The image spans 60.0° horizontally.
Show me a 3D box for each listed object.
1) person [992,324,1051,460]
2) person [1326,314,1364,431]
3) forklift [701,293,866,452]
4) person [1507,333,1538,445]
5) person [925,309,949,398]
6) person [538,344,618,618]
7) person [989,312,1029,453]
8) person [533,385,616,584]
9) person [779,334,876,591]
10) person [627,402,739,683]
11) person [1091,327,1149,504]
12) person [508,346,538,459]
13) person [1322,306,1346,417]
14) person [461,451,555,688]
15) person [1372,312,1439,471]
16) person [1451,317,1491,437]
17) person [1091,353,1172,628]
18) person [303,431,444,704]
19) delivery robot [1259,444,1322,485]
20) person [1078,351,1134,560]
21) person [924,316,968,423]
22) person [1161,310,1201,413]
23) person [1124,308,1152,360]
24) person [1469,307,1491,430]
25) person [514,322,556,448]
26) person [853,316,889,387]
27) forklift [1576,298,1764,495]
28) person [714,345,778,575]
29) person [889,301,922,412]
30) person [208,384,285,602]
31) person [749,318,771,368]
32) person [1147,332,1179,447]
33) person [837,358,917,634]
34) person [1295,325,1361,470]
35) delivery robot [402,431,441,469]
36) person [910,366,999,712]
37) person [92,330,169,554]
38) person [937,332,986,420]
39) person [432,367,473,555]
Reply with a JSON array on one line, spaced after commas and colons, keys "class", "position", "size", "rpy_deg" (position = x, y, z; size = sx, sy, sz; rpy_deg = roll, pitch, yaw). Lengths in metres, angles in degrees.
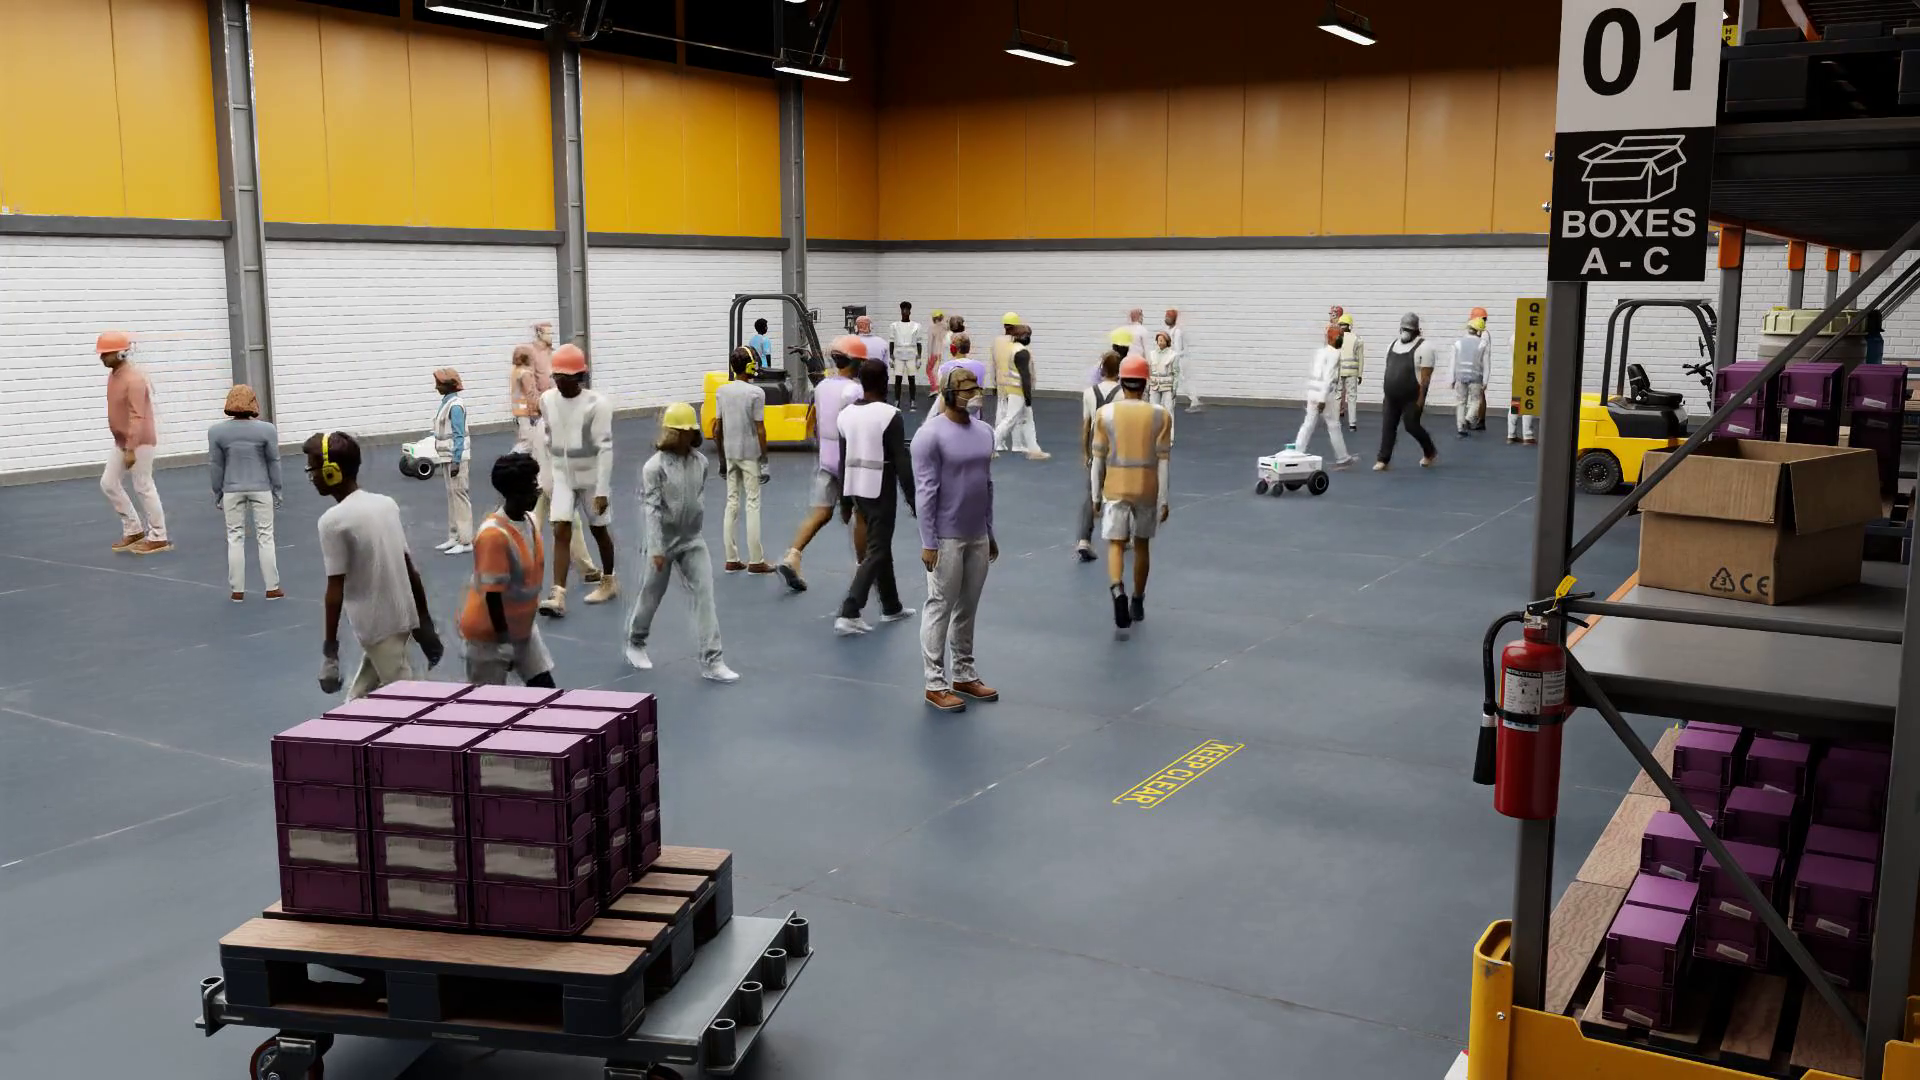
[{"class": "person", "position": [0.719, -1.946, 21.933], "size": [0.927, 1.803, 0.627], "rpy_deg": [-1, 9, -8]}, {"class": "person", "position": [5.977, -2.593, 25.888], "size": [0.590, 1.821, 0.404], "rpy_deg": [2, 9, 11]}, {"class": "forklift", "position": [-2.458, -2.344, 23.176], "size": [2.313, 2.155, 1.214], "rpy_deg": [0, 9, -2]}, {"class": "person", "position": [8.134, -2.323, 23.885], "size": [0.368, 1.932, 0.633], "rpy_deg": [-5, 10, -27]}, {"class": "person", "position": [-0.461, -3.651, 32.683], "size": [0.556, 1.747, 0.485], "rpy_deg": [-7, 11, -36]}, {"class": "person", "position": [-2.749, -0.430, 11.975], "size": [0.613, 1.951, 1.105], "rpy_deg": [3, 9, 16]}, {"class": "person", "position": [0.685, -2.164, 22.877], "size": [0.585, 1.928, 0.369], "rpy_deg": [6, 11, 32]}, {"class": "person", "position": [-3.190, -0.415, 13.019], "size": [0.856, 1.590, 0.516], "rpy_deg": [-5, 10, -30]}, {"class": "person", "position": [-1.000, -0.594, 12.898], "size": [0.977, 2.002, 0.635], "rpy_deg": [-8, 12, -42]}, {"class": "person", "position": [-1.748, -0.004, 10.139], "size": [0.490, 1.690, 0.928], "rpy_deg": [-9, 13, -44]}, {"class": "person", "position": [1.636, -1.235, 17.135], "size": [0.589, 1.911, 0.559], "rpy_deg": [-1, 9, -8]}, {"class": "person", "position": [-5.114, -1.453, 19.385], "size": [0.655, 1.617, 0.526], "rpy_deg": [-4, 10, -26]}, {"class": "person", "position": [6.409, -3.043, 28.432], "size": [0.403, 1.906, 0.651], "rpy_deg": [6, 11, 31]}, {"class": "person", "position": [-2.057, 0.415, 7.584], "size": [0.727, 1.652, 0.549], "rpy_deg": [2, 9, 12]}, {"class": "person", "position": [5.607, -1.876, 20.728], "size": [0.851, 2.000, 0.699], "rpy_deg": [-7, 12, -38]}, {"class": "person", "position": [7.622, -2.422, 24.863], "size": [0.602, 1.805, 0.462], "rpy_deg": [6, 11, 32]}, {"class": "person", "position": [1.184, -0.334, 11.532], "size": [0.547, 1.916, 0.799], "rpy_deg": [1, 9, 5]}, {"class": "person", "position": [-2.488, 0.421, 7.235], "size": [1.042, 1.786, 0.529], "rpy_deg": [1, 9, 6]}, {"class": "delivery robot", "position": [3.669, -0.824, 18.477], "size": [0.707, 0.478, 0.477], "rpy_deg": [-5, 10, -29]}, {"class": "person", "position": [1.263, -0.736, 14.399], "size": [0.521, 1.801, 0.994], "rpy_deg": [5, 10, 28]}, {"class": "person", "position": [-0.137, -2.637, 26.254], "size": [0.938, 1.804, 0.626], "rpy_deg": [0, 9, 3]}, {"class": "person", "position": [3.794, -3.133, 29.234], "size": [1.023, 1.834, 0.585], "rpy_deg": [-2, 9, -14]}, {"class": "person", "position": [2.944, -2.979, 28.110], "size": [0.849, 1.878, 0.641], "rpy_deg": [-6, 11, -33]}, {"class": "person", "position": [8.139, -2.690, 26.137], "size": [0.369, 1.936, 0.543], "rpy_deg": [2, 9, 13]}, {"class": "person", "position": [-5.216, -1.782, 20.707], "size": [0.987, 1.866, 0.648], "rpy_deg": [5, 11, 31]}, {"class": "person", "position": [-1.250, -1.991, 21.885], "size": [0.636, 1.903, 0.404], "rpy_deg": [-5, 10, -28]}, {"class": "forklift", "position": [7.954, -1.589, 18.462], "size": [2.313, 2.155, 1.214], "rpy_deg": [5, 11, 30]}, {"class": "person", "position": [-1.773, -0.652, 13.623], "size": [0.517, 1.873, 0.334], "rpy_deg": [5, 11, 30]}, {"class": "person", "position": [-0.972, -3.252, 29.550], "size": [0.602, 1.966, 0.368], "rpy_deg": [1, 9, 4]}, {"class": "person", "position": [-5.334, -0.347, 12.457], "size": [0.502, 1.633, 0.280], "rpy_deg": [-2, 9, -15]}, {"class": "person", "position": [-3.371, -2.916, 28.289], "size": [0.315, 1.696, 0.541], "rpy_deg": [-8, 12, -41]}, {"class": "person", "position": [2.857, -2.124, 23.523], "size": [0.513, 1.641, 0.307], "rpy_deg": [6, 11, 32]}, {"class": "person", "position": [-0.581, -0.313, 11.465], "size": [0.857, 1.889, 0.594], "rpy_deg": [-8, 12, -42]}, {"class": "person", "position": [4.541, -1.749, 20.660], "size": [1.042, 1.803, 0.586], "rpy_deg": [-3, 9, -16]}, {"class": "delivery robot", "position": [-6.328, -1.073, 20.052], "size": [0.707, 0.478, 0.477], "rpy_deg": [-7, 12, -38]}, {"class": "person", "position": [-0.009, -0.014, 9.426], "size": [0.372, 1.940, 0.630], "rpy_deg": [7, 12, 38]}, {"class": "person", "position": [-7.244, -0.842, 14.478], "size": [0.656, 1.967, 0.590], "rpy_deg": [8, 12, 42]}, {"class": "person", "position": [0.016, -1.226, 17.269], "size": [0.564, 1.850, 0.389], "rpy_deg": [-6, 11, -34]}, {"class": "person", "position": [-4.457, -0.696, 14.622], "size": [0.308, 1.638, 0.511], "rpy_deg": [-5, 10, -28]}]
